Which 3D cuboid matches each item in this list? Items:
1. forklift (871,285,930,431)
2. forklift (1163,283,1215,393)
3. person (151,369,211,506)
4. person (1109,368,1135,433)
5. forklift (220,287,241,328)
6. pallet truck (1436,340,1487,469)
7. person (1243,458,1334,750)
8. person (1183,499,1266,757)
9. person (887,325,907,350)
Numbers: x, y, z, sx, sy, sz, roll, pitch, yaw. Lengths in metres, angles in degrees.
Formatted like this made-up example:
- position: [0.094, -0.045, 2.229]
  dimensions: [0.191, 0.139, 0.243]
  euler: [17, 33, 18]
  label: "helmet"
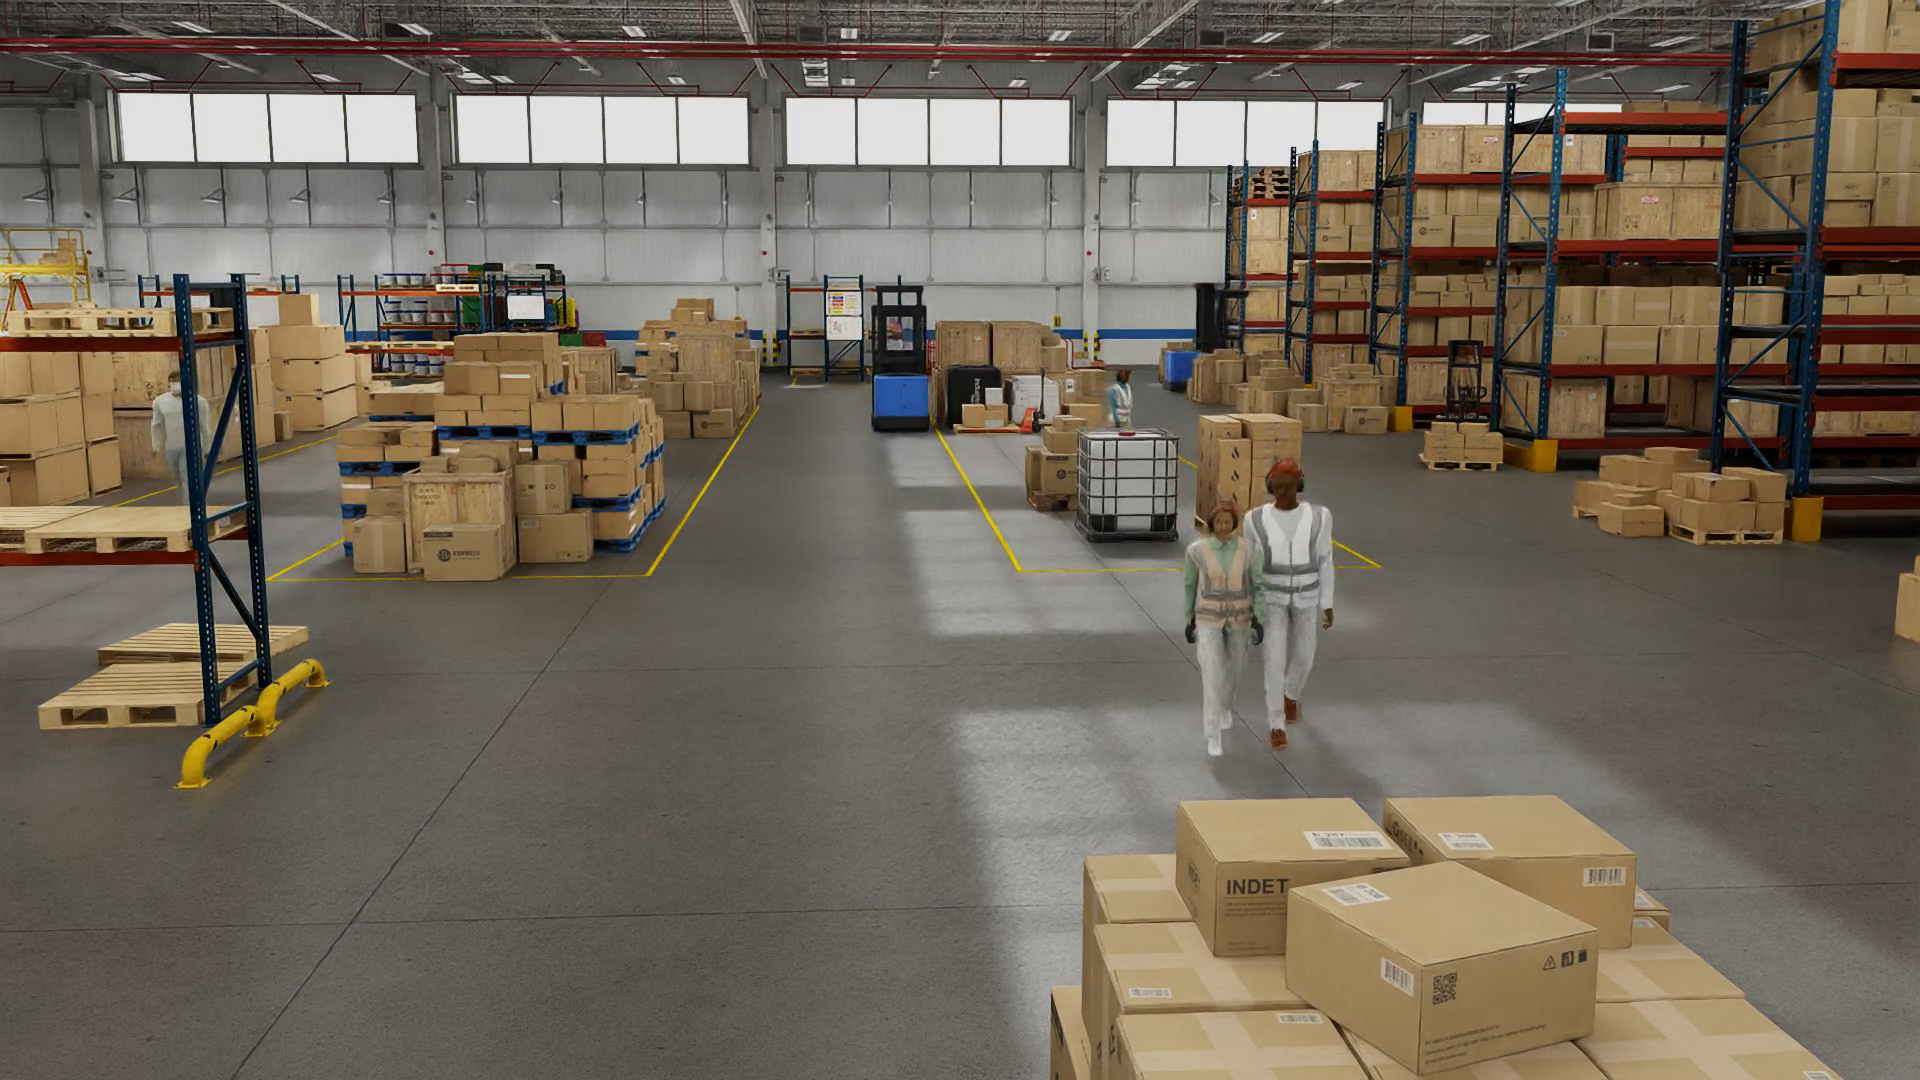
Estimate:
- position: [-1.181, -3.601, 32.640]
  dimensions: [1.129, 2.768, 1.873]
  euler: [-1, 9, -4]
  label: "forklift"
- position: [6.242, -5.192, 42.634]
  dimensions: [1.873, 2.768, 1.129]
  euler: [-1, 9, -4]
  label: "forklift"
- position: [-9.404, -1.123, 20.175]
  dimensions: [0.631, 1.908, 0.933]
  euler: [0, 9, -3]
  label: "person"
- position: [2.514, -1.812, 25.366]
  dimensions: [0.687, 1.611, 0.541]
  euler: [7, 12, 38]
  label: "person"
- position: [-16.642, -4.472, 38.109]
  dimensions: [1.873, 2.768, 1.129]
  euler: [-5, 10, -30]
  label: "forklift"
- position: [8.004, -2.170, 26.422]
  dimensions: [0.823, 1.965, 1.885]
  euler: [2, 9, 14]
  label: "pallet truck"
- position: [2.134, 0.380, 10.856]
  dimensions: [0.592, 1.866, 0.757]
  euler: [1, 9, 4]
  label: "person"
- position: [1.696, 0.523, 10.750]
  dimensions: [0.513, 1.610, 0.793]
  euler: [0, 9, 0]
  label: "person"
- position: [-1.450, -4.044, 38.544]
  dimensions: [0.565, 1.883, 0.984]
  euler: [-6, 11, -33]
  label: "person"
